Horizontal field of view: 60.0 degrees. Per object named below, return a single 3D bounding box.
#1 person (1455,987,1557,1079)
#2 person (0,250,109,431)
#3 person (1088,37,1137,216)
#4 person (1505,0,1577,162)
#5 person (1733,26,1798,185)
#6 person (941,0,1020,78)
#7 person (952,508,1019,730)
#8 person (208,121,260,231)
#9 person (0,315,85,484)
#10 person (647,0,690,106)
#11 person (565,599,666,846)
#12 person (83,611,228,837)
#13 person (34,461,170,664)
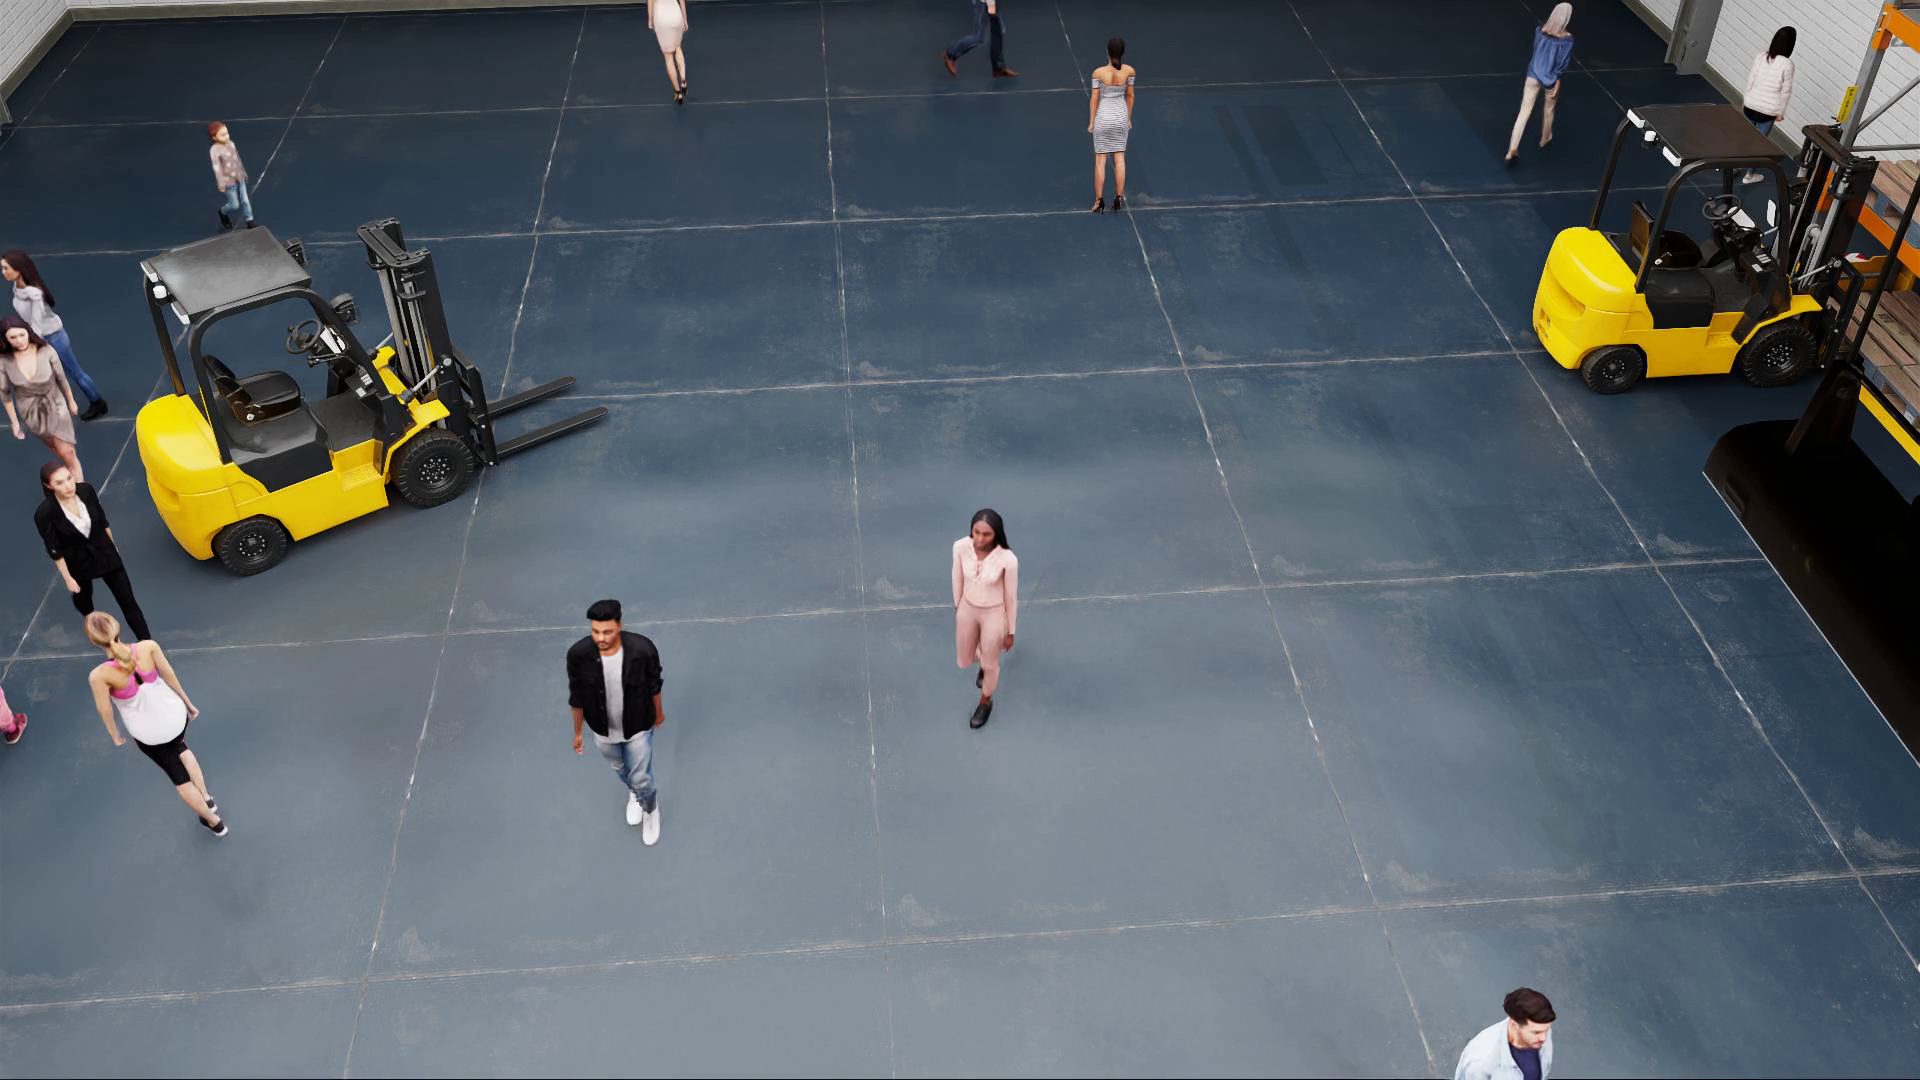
[{"bbox_3d":[2.459,2.690,7.958,0.918,1.788,1.163,-17,42,-20],"label":"person"},{"bbox_3d":[-7.323,-1.655,13.540,0.915,1.612,0.961,30,47,32],"label":"person"},{"bbox_3d":[1.495,-4.082,16.410,0.602,1.823,0.542,-6,39,-7],"label":"person"},{"bbox_3d":[6.038,-4.743,17.375,1.108,1.651,1.188,27,46,29],"label":"person"},{"bbox_3d":[8.232,-4.461,17.032,0.765,1.638,0.658,-24,45,-27],"label":"person"},{"bbox_3d":[0.219,-6.155,18.956,0.952,1.885,1.153,4,39,5],"label":"person"},{"bbox_3d":[0.190,0.464,10.808,0.796,1.709,0.885,14,41,17],"label":"person"},{"bbox_3d":[-7.144,-3.532,16.232,0.731,1.186,0.724,16,41,19],"label":"person"},{"bbox_3d":[-6.948,-0.984,12.633,0.829,1.695,1.179,-14,41,-17],"label":"person"},{"bbox_3d":[-3.204,-5.687,18.422,0.673,1.819,0.717,-19,42,-22],"label":"person"},{"bbox_3d":[-2.040,1.001,10.066,0.743,1.795,0.751,2,39,3],"label":"person"},{"bbox_3d":[-4.727,1.162,9.890,0.844,1.763,0.783,30,47,32],"label":"person"},{"bbox_3d":[-5.964,0.131,11.305,1.109,1.610,1.082,25,45,28],"label":"person"}]
